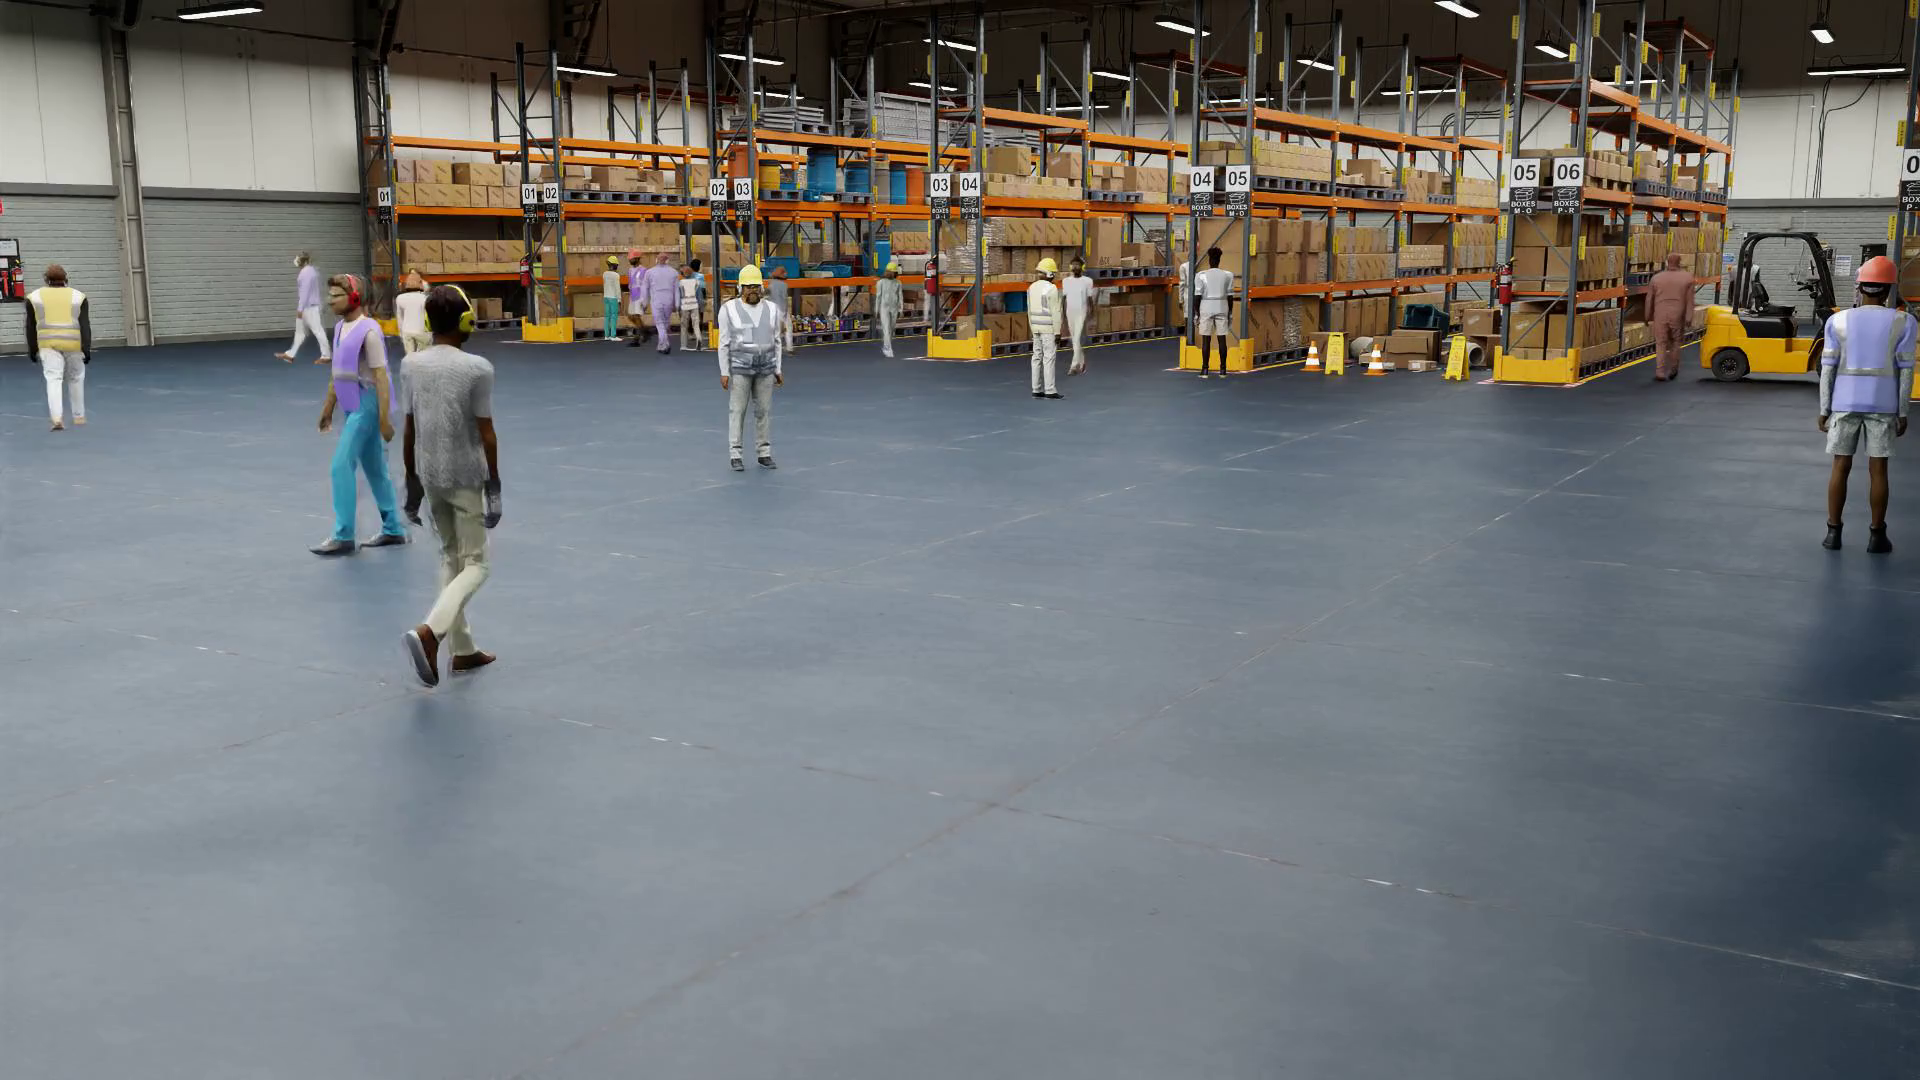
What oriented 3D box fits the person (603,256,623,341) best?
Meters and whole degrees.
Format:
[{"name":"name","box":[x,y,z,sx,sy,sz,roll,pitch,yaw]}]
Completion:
[{"name":"person","box":[-7.203,-5.002,34.506,0.517,1.757,0.335,9,13,40]}]

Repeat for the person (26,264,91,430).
[{"name":"person","box":[-9.892,-2.121,18.277,0.640,1.802,0.962,-5,11,-24]}]

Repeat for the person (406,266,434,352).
[{"name":"person","box":[-9.733,-4.134,30.030,0.522,1.618,0.610,5,11,24]}]

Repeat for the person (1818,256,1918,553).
[{"name":"person","box":[5.944,-0.884,10.930,0.546,1.939,0.375,7,12,35]}]

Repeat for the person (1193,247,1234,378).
[{"name":"person","box":[3.817,-3.421,25.058,0.608,1.966,0.370,0,10,-1]}]

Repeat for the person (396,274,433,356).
[{"name":"person","box":[-7.269,-2.738,22.218,0.508,1.619,0.387,0,10,1]}]

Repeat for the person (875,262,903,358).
[{"name":"person","box":[-1.274,-4.121,29.768,0.498,1.696,0.875,-4,11,-24]}]

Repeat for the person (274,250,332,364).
[{"name":"person","box":[-10.987,-3.857,27.685,0.957,1.896,0.656,-3,11,-18]}]

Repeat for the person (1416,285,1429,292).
[{"name":"person","box":[11.616,-6.360,41.659,0.472,1.916,0.568,4,11,21]}]

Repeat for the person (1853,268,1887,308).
[{"name":"person","box":[17.264,-4.551,31.540,0.582,1.918,0.405,6,12,28]}]

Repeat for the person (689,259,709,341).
[{"name":"person","box":[-5.487,-5.006,34.688,0.541,1.696,0.315,7,12,35]}]

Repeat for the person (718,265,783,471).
[{"name":"person","box":[-1.859,-1.534,14.867,0.601,1.830,0.403,-5,11,-27]}]

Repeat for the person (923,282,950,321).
[{"name":"person","box":[-0.624,-6.203,41.122,0.629,1.789,0.965,5,11,26]}]

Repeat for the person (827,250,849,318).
[{"name":"person","box":[-2.987,-6.243,41.164,0.575,1.863,0.864,5,11,24]}]

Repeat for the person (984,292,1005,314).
[{"name":"person","box":[0.661,-5.116,34.362,0.552,2.032,0.625,-8,13,-38]}]

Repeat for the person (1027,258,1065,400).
[{"name":"person","box":[1.121,-2.720,21.508,0.404,1.833,0.589,-7,12,-35]}]

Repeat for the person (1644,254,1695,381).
[{"name":"person","box":[10.486,-3.287,24.618,0.671,1.845,0.988,4,11,22]}]

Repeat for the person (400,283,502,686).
[{"name":"person","box":[-2.370,-0.244,7.624,0.523,1.853,0.698,3,11,18]}]

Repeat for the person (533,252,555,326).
[{"name":"person","box":[-9.390,-5.560,37.394,0.635,1.842,0.429,1,10,8]}]

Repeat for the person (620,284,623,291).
[{"name":"person","box":[-7.877,-5.663,37.955,0.508,1.846,0.345,6,12,30]}]

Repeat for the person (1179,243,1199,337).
[{"name":"person","box":[4.275,-4.391,30.300,0.606,2.036,0.406,4,11,22]}]

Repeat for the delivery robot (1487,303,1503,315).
[{"name":"delivery robot","box":[12.856,-5.513,40.469,0.707,0.478,0.477,-1,10,-6]}]

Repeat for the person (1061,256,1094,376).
[{"name":"person","box":[1.813,-3.465,25.690,0.524,1.846,0.910,5,11,26]}]

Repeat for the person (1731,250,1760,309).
[{"name":"person","box":[17.069,-5.363,36.199,0.593,1.885,0.856,5,11,28]}]

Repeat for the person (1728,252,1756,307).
[{"name":"person","box":[16.186,-5.035,34.437,0.512,1.855,0.418,5,11,26]}]

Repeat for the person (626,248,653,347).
[{"name":"person","box":[-6.322,-4.754,32.648,0.600,1.924,0.567,-10,14,-44]}]

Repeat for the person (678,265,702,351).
[{"name":"person","box":[-5.072,-4.347,31.230,0.527,1.616,0.687,-5,11,-26]}]

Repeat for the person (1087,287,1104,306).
[{"name":"person","box":[3.159,-6.054,39.922,0.659,1.923,0.472,4,11,22]}]

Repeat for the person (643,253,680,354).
[{"name":"person","box":[-5.469,-4.342,30.555,0.664,1.870,0.906,-5,11,-24]}]

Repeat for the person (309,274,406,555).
[{"name":"person","box":[-4.041,-0.818,10.901,0.798,1.817,0.574,-7,12,-33]}]

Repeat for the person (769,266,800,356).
[{"name":"person","box":[-3.172,-4.090,29.798,0.515,1.611,0.661,8,13,39]}]
